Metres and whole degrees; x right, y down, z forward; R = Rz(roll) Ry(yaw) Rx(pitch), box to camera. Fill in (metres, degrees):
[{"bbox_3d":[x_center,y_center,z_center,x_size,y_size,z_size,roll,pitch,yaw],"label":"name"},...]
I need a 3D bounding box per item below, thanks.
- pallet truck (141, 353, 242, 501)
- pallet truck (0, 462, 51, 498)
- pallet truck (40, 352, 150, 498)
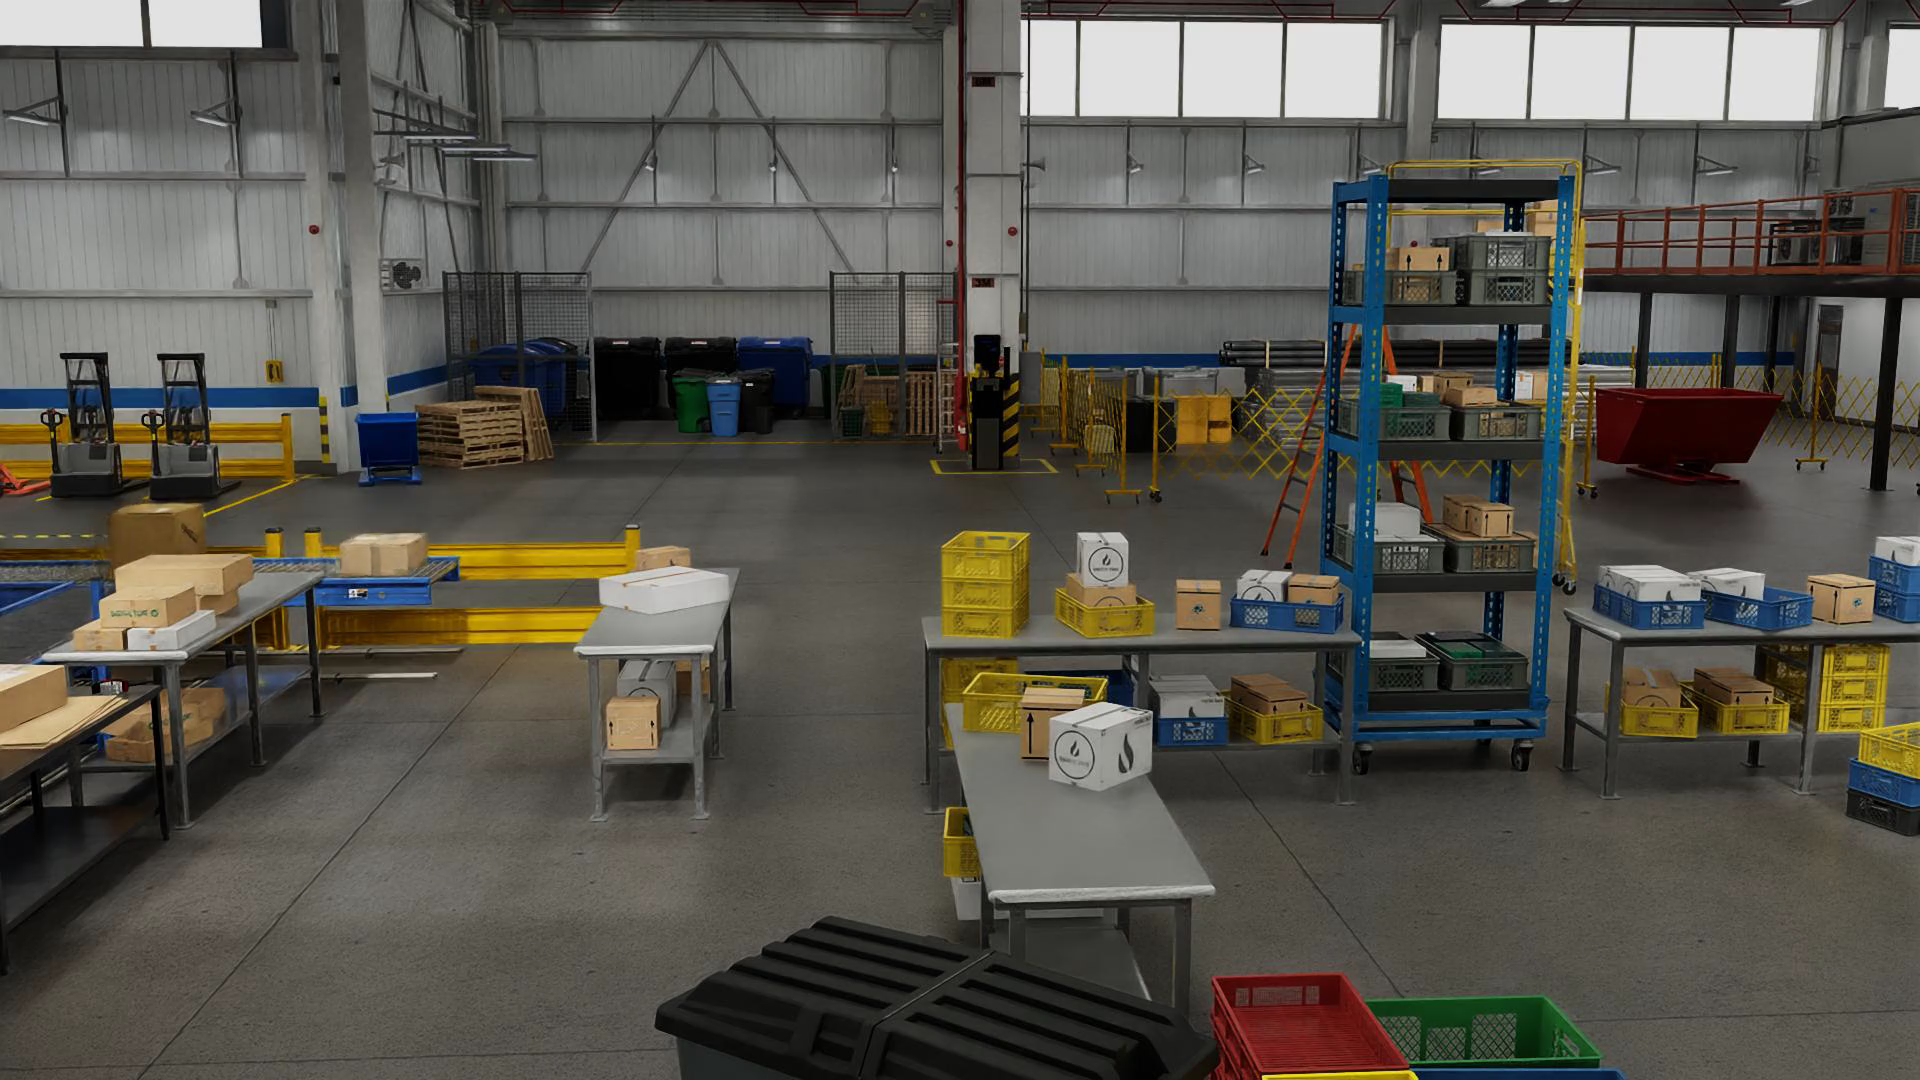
[{"bbox_3d":[-10.520,-1.604,22.925,0.823,1.965,1.885,-1,9,-6],"label":"pallet truck"},{"bbox_3d":[-13.193,-1.293,23.148,0.653,1.274,1.630,-1,9,-4],"label":"pallet truck"},{"bbox_3d":[-11.907,-1.642,23.165,0.823,1.965,1.885,0,9,0],"label":"pallet truck"}]
